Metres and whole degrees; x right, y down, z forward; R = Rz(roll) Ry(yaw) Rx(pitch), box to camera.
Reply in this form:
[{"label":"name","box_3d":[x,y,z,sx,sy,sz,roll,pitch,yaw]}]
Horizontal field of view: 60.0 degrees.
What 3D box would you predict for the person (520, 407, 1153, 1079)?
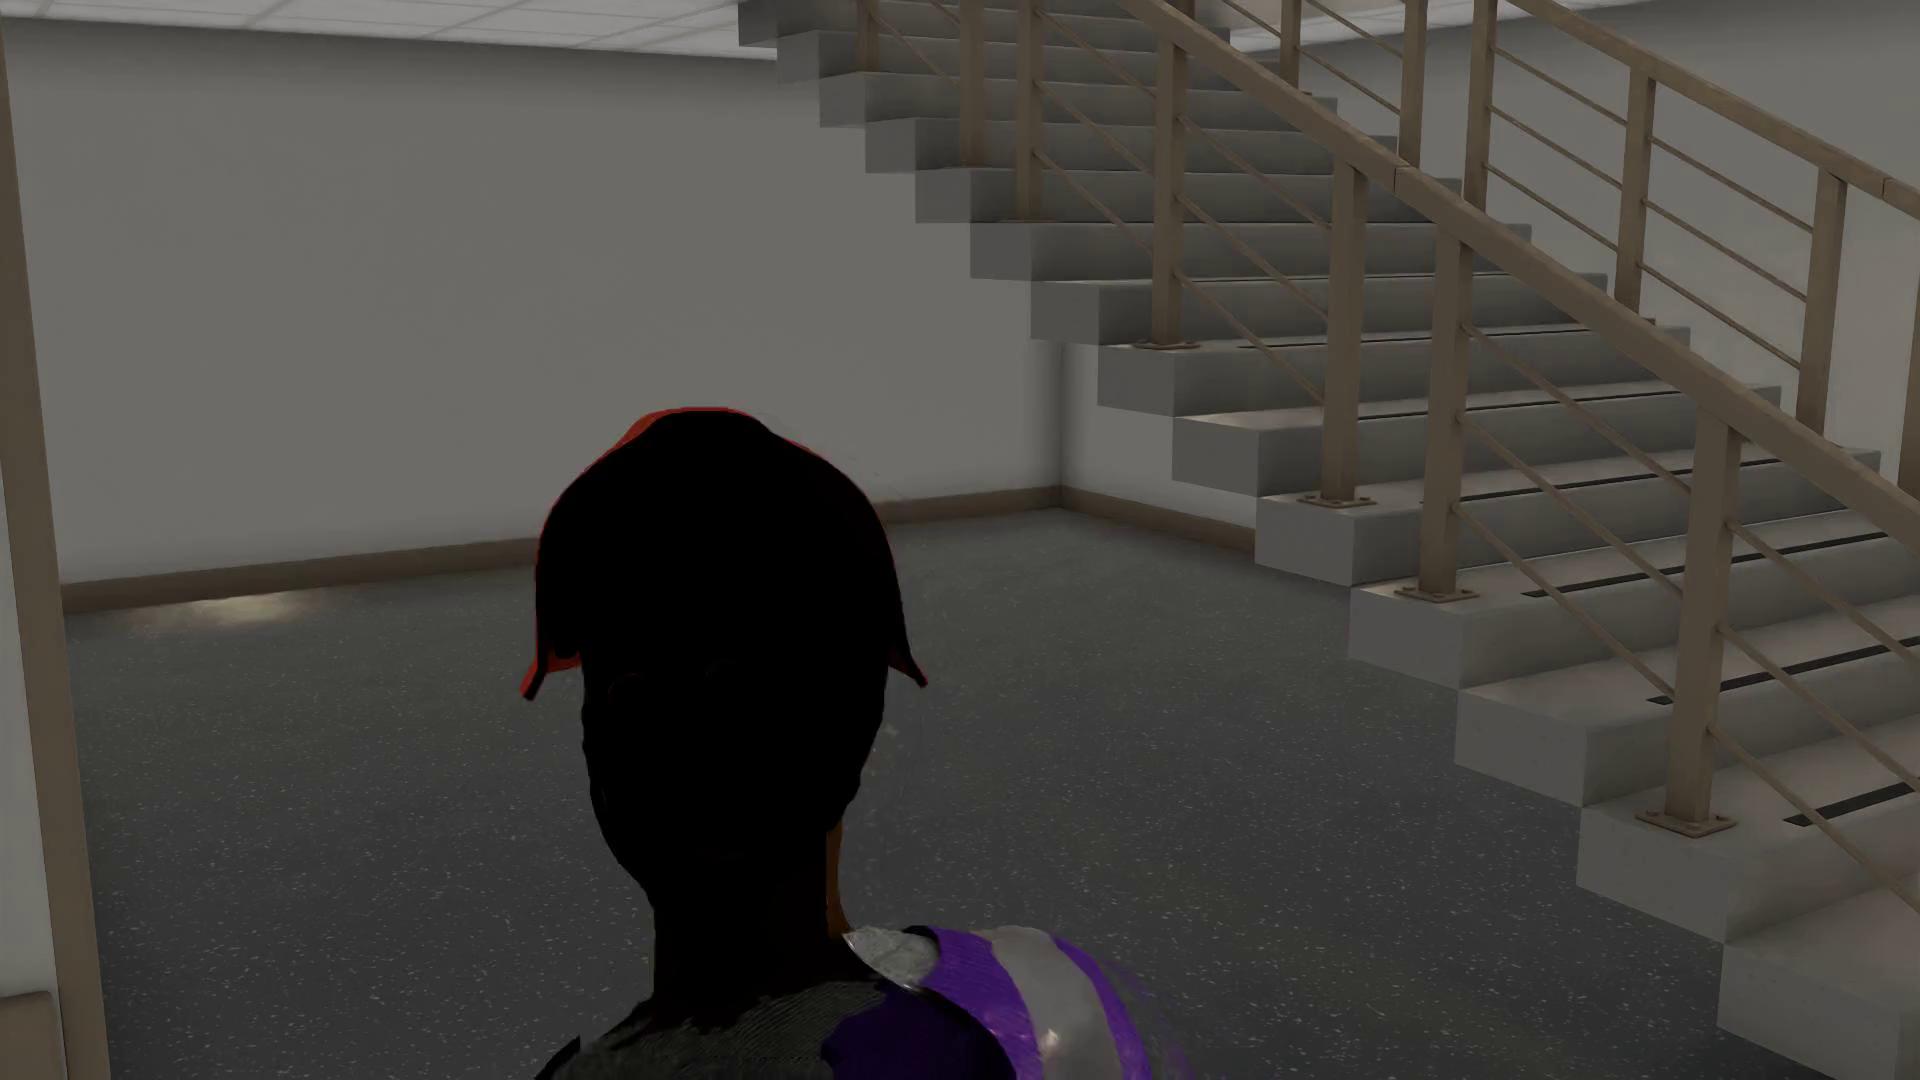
[{"label":"person","box_3d":[-0.072,0.878,1.070,0.546,1.914,0.729,-7,13,-33]}]
